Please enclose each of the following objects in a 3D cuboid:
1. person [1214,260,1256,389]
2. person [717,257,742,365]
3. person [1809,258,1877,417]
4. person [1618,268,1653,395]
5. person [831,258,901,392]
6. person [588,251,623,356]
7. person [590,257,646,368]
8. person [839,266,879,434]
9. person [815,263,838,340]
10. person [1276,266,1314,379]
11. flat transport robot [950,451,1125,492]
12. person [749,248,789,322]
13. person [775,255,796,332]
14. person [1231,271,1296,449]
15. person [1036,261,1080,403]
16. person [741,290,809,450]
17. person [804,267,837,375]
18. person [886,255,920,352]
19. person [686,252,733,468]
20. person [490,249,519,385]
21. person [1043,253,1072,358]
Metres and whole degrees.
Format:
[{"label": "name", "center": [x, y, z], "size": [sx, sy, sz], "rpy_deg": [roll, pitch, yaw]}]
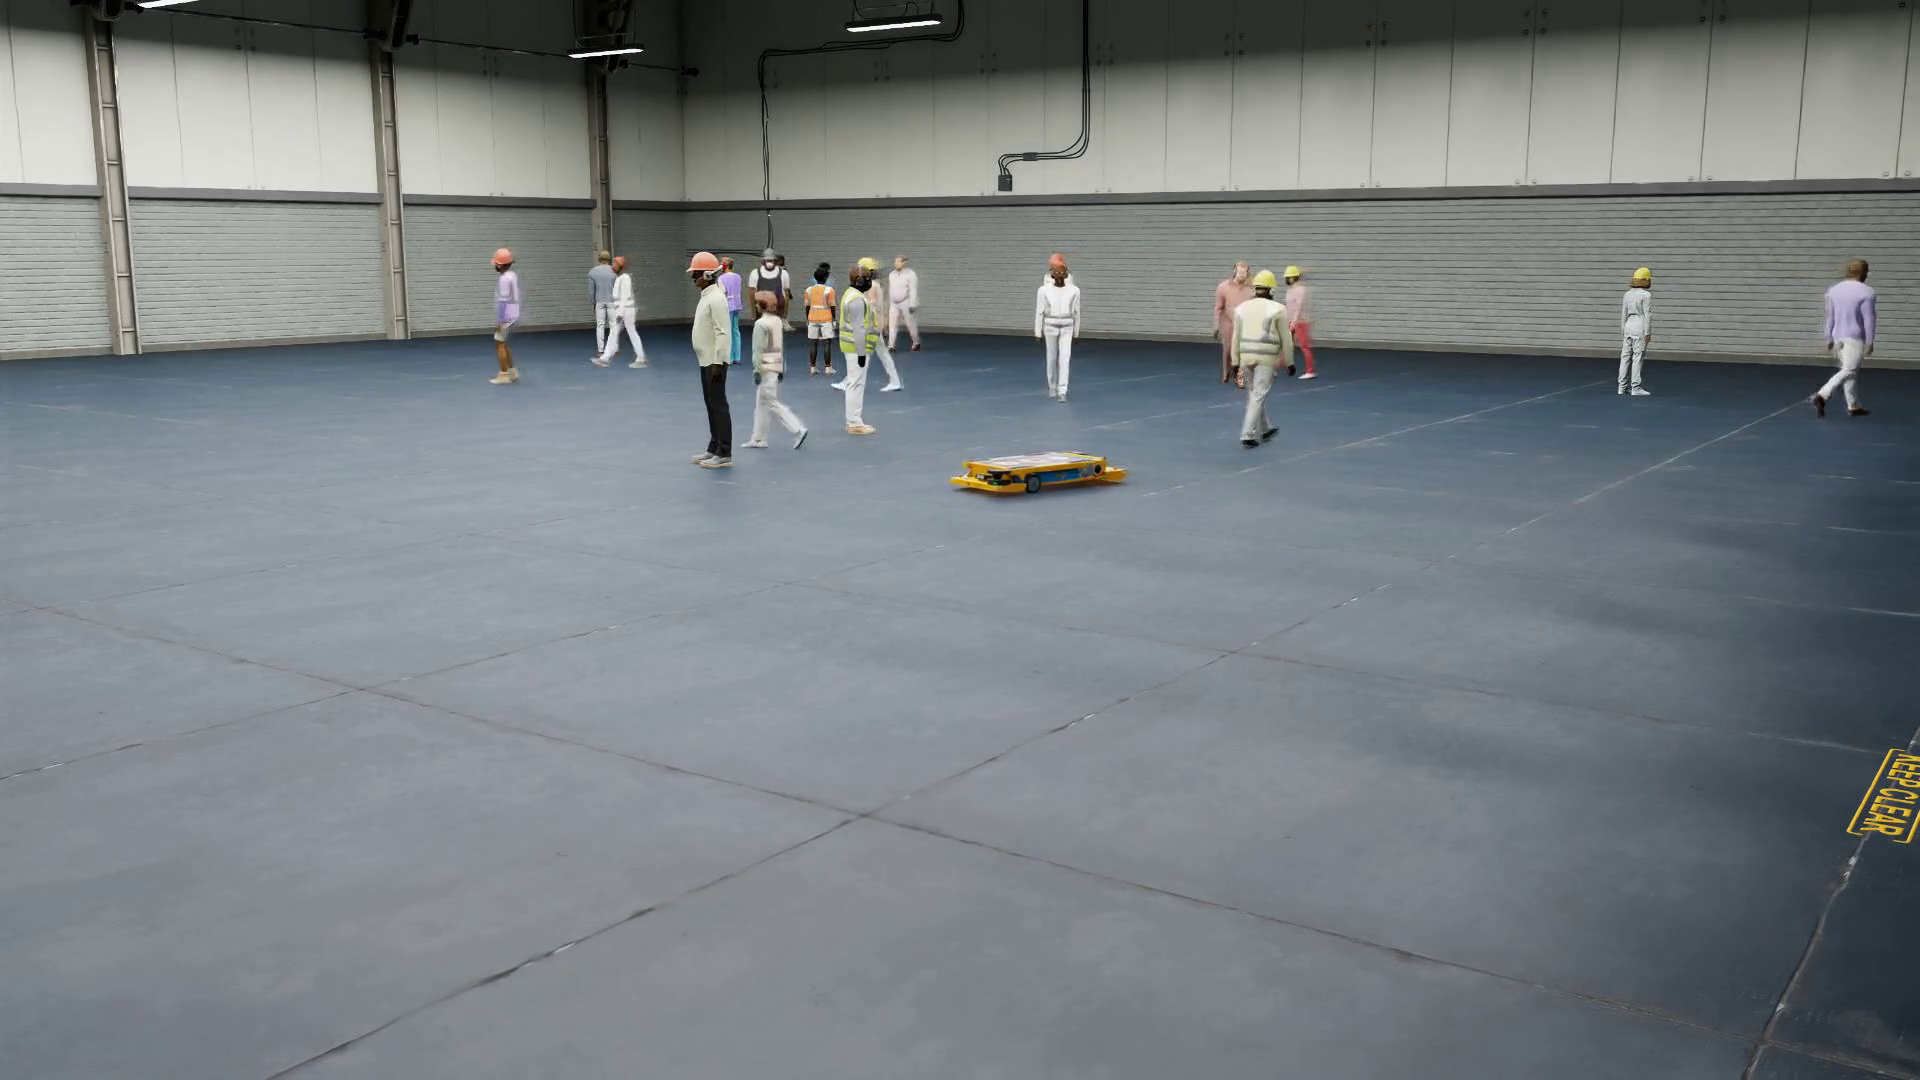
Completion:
[{"label": "person", "center": [4.024, -3.147, 24.196], "size": [0.666, 1.848, 0.985], "rpy_deg": [1, 10, 7]}, {"label": "person", "center": [-3.926, -3.895, 28.350], "size": [0.389, 1.847, 0.566], "rpy_deg": [5, 11, 28]}, {"label": "person", "center": [10.568, -2.402, 19.831], "size": [0.896, 1.910, 0.638], "rpy_deg": [-3, 10, -15]}, {"label": "person", "center": [9.313, -2.862, 22.855], "size": [0.320, 1.742, 0.492], "rpy_deg": [-4, 11, -21]}, {"label": "person", "center": [-1.284, -3.003, 23.285], "size": [1.016, 1.865, 0.605], "rpy_deg": [2, 10, 9]}, {"label": "person", "center": [-6.500, -4.346, 30.621], "size": [0.636, 1.938, 0.364], "rpy_deg": [1, 10, 4]}, {"label": "person", "center": [-5.678, -3.762, 27.600], "size": [0.962, 1.835, 0.596], "rpy_deg": [-5, 11, -28]}, {"label": "person", "center": [-1.102, -2.068, 18.164], "size": [0.429, 1.837, 0.629], "rpy_deg": [-2, 10, -8]}, {"label": "person", "center": [-2.885, -5.114, 35.683], "size": [0.550, 1.647, 0.816], "rpy_deg": [-8, 13, -36]}, {"label": "person", "center": [5.050, -3.304, 25.401], "size": [0.894, 1.719, 0.530], "rpy_deg": [-4, 11, -19]}, {"label": "flat transport robot", "center": [0.672, -0.593, 14.266], "size": [1.431, 0.197, 0.652], "rpy_deg": [-8, 13, -37]}, {"label": "person", "center": [-3.297, -4.065, 28.760], "size": [0.692, 2.000, 0.809], "rpy_deg": [-1, 10, -5]}, {"label": "person", "center": [-4.224, -5.766, 38.922], "size": [0.845, 1.816, 0.632], "rpy_deg": [-6, 12, -30]}, {"label": "person", "center": [3.124, -1.840, 16.992], "size": [0.902, 1.784, 0.605], "rpy_deg": [-10, 14, -44]}, {"label": "person", "center": [1.292, -2.766, 22.059], "size": [0.586, 1.846, 0.939], "rpy_deg": [0, 10, 0]}, {"label": "person", "center": [-1.872, -1.702, 16.722], "size": [0.739, 1.616, 0.522], "rpy_deg": [3, 11, 17]}, {"label": "person", "center": [-2.200, -3.463, 26.341], "size": [0.540, 1.697, 0.317], "rpy_deg": [4, 11, 21]}, {"label": "person", "center": [-1.082, -4.536, 31.897], "size": [0.656, 1.867, 0.969], "rpy_deg": [6, 12, 32]}, {"label": "person", "center": [-2.328, -1.672, 15.480], "size": [0.396, 1.992, 0.623], "rpy_deg": [-4, 11, -20]}, {"label": "person", "center": [-6.707, -3.254, 24.374], "size": [0.458, 1.993, 0.658], "rpy_deg": [-1, 10, -5]}, {"label": "person", "center": [1.789, -4.274, 30.335], "size": [0.556, 1.903, 0.938], "rpy_deg": [6, 12, 31]}]
